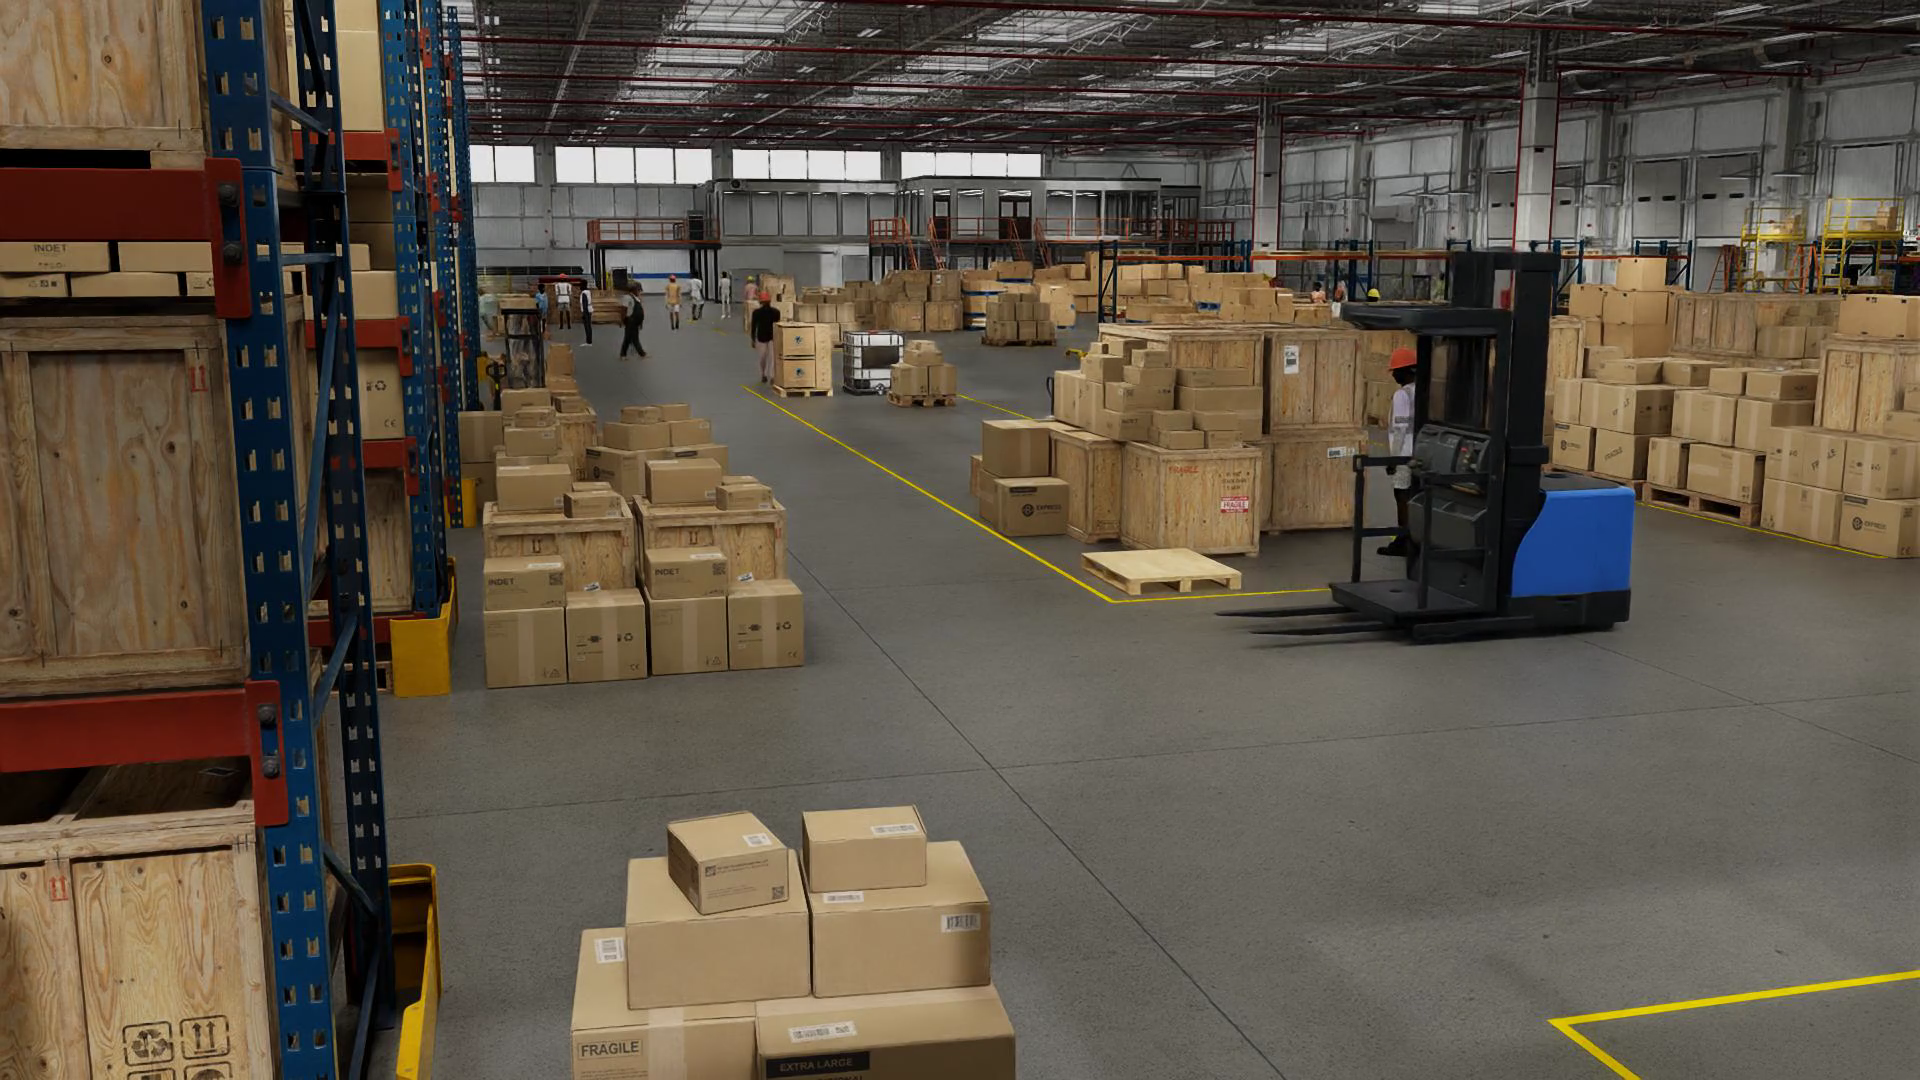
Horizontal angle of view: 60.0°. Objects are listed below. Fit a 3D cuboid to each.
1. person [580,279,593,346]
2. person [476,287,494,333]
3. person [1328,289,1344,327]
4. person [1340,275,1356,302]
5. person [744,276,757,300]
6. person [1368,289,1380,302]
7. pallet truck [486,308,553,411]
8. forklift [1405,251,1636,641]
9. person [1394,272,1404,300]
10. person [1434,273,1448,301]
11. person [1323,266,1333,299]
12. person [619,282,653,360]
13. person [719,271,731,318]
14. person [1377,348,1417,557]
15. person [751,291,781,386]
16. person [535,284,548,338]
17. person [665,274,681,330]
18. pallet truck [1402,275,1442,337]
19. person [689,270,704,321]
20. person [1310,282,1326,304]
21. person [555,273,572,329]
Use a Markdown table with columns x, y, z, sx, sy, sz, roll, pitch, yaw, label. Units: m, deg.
| x | y | z | sx | sy | sz | roll | pitch | yaw | label |
| --- | --- | --- | --- | --- | --- | --- | --- | --- | --- |
| -10.797 | -6.560 | 48.040 | 0.392 | 1.920 | 0.587 | -1 | 10 | -4 | person |
| -15.066 | -7.189 | 52.525 | 0.836 | 1.600 | 0.511 | -3 | 10 | -14 | person |
| 8.812 | -4.914 | 38.824 | 0.356 | 1.883 | 0.573 | -8 | 13 | -38 | person |
| 14.905 | -9.249 | 63.615 | 0.952 | 1.792 | 0.648 | -7 | 12 | -36 | person |
| -7.863 | -9.019 | 62.444 | 0.518 | 1.747 | 0.515 | -4 | 11 | -22 | person |
| 9.243 | -4.686 | 37.449 | 0.394 | 1.919 | 0.582 | 3 | 11 | 18 | person |
| -6.242 | -2.418 | 24.362 | 0.823 | 1.965 | 1.885 | 1 | 10 | 3 | pallet truck |
| 4.021 | -0.761 | 12.483 | 1.873 | 2.768 | 1.129 | -3 | 10 | -15 | forklift |
| 20.503 | -11.724 | 77.909 | 0.918 | 1.682 | 0.496 | 7 | 12 | 34 | person |
| 19.569 | -9.943 | 67.533 | 0.643 | 1.803 | 0.926 | -1 | 10 | -6 | person |
| 17.526 | -12.054 | 79.139 | 0.769 | 1.926 | 0.617 | 6 | 12 | 30 | person |
| -8.213 | -5.544 | 41.941 | 0.961 | 2.000 | 0.756 | 1 | 10 | 7 | person |
| -9.472 | -9.881 | 67.003 | 0.518 | 1.865 | 0.328 | -4 | 11 | -22 | person |
| 4.112 | -0.810 | 15.453 | 0.366 | 1.931 | 0.542 | 7 | 12 | 36 | person |
| -4.021 | -4.184 | 34.511 | 0.645 | 1.956 | 0.882 | -2 | 10 | -12 | person |
| -13.190 | -7.233 | 52.479 | 0.322 | 1.697 | 0.531 | 4 | 11 | 23 | person |
| -9.885 | -8.204 | 57.340 | 0.560 | 1.923 | 0.547 | -3 | 10 | -17 | person |
| 14.620 | -7.324 | 52.145 | 0.823 | 1.965 | 1.885 | 8 | 13 | 40 | pallet truck |
| -10.182 | -9.474 | 64.450 | 0.627 | 1.942 | 0.678 | 5 | 11 | 28 | person |
| 11.872 | -7.719 | 55.259 | 0.540 | 1.689 | 0.319 | 6 | 11 | 29 | person |
| -13.775 | -8.294 | 57.810 | 0.545 | 1.938 | 0.355 | -3 | 11 | -18 | person |
